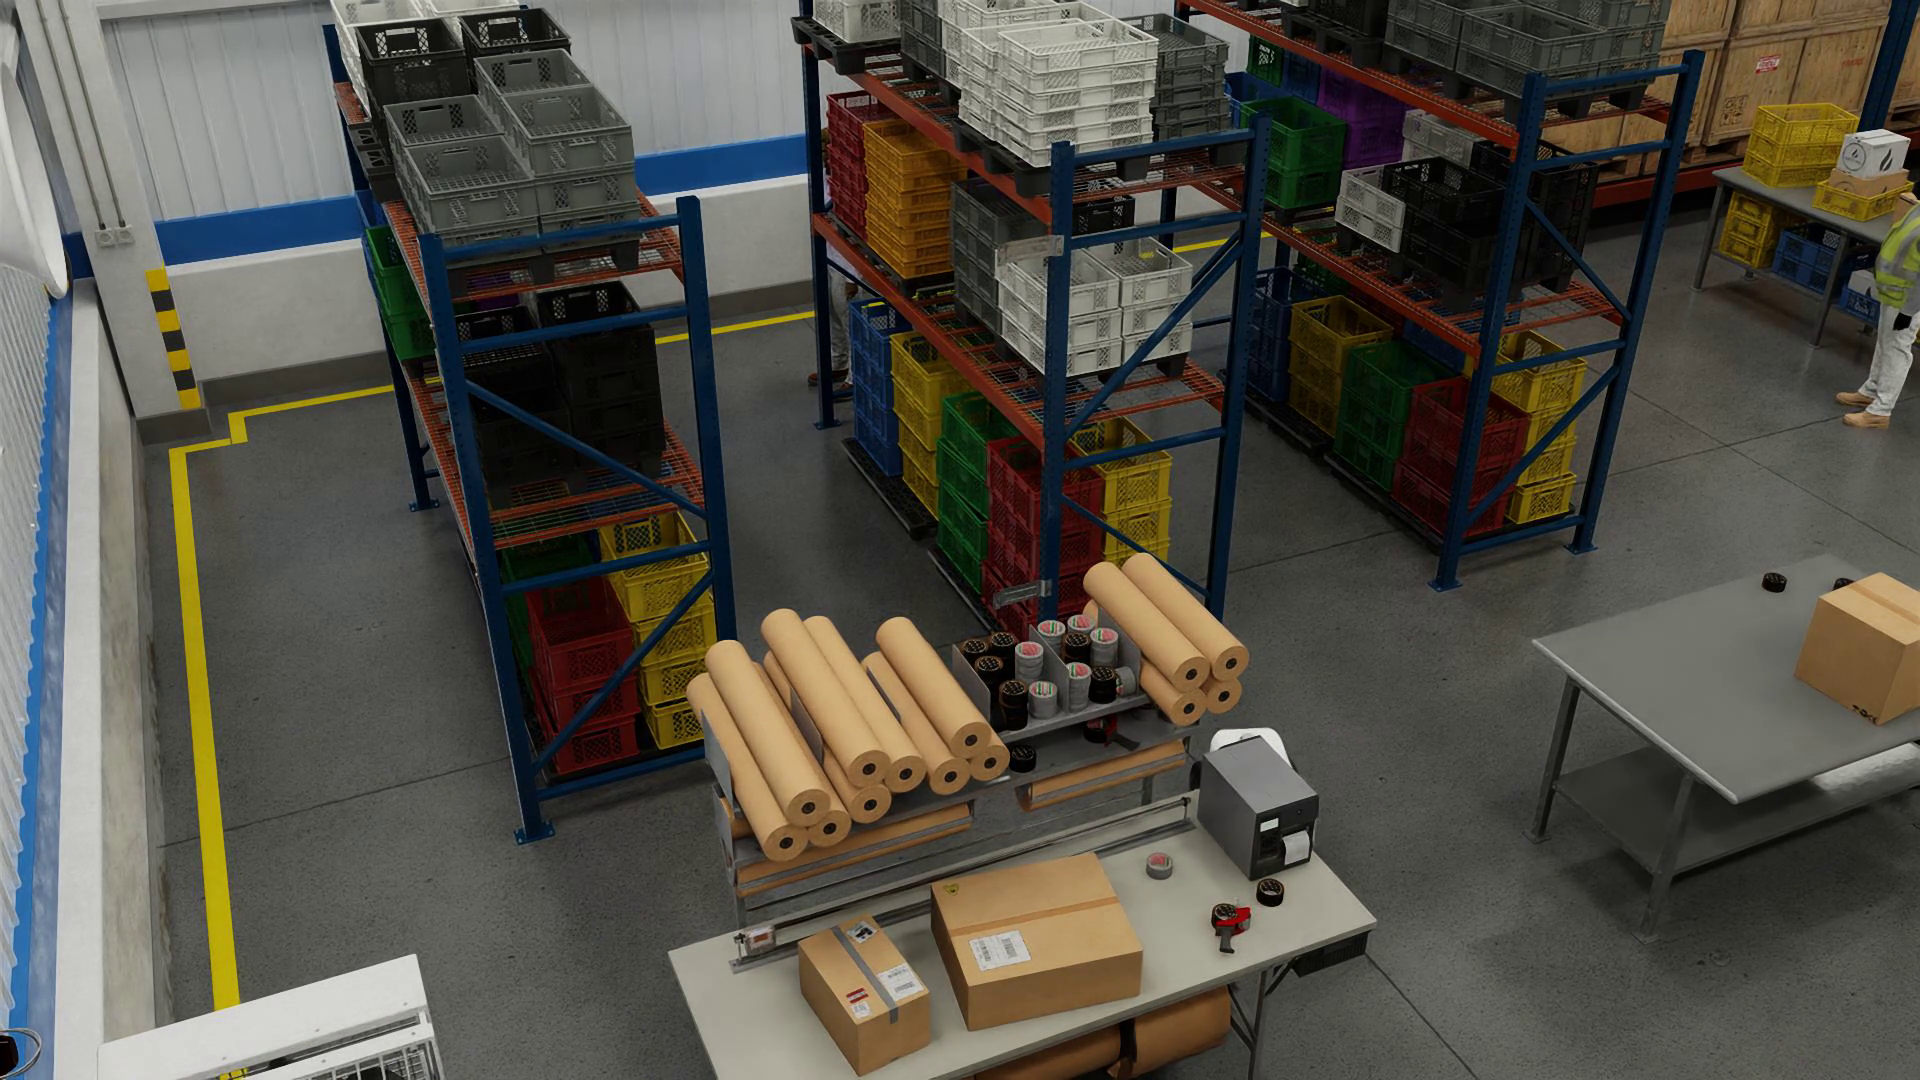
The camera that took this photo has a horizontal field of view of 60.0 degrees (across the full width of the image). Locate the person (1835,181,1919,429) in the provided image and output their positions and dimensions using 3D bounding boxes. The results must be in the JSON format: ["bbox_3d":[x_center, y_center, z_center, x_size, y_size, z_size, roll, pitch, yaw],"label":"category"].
[{"bbox_3d":[6.301,-1.636,11.115,0.429,1.845,0.621,10,33,16],"label":"person"}]

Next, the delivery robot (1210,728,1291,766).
[{"bbox_3d":[1.378,1.169,7.692,0.477,0.478,0.707,-2,32,-3],"label":"delivery robot"}]

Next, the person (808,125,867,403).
[{"bbox_3d":[-0.843,-1.903,11.457,0.372,1.940,0.630,-18,36,-26],"label":"person"}]
